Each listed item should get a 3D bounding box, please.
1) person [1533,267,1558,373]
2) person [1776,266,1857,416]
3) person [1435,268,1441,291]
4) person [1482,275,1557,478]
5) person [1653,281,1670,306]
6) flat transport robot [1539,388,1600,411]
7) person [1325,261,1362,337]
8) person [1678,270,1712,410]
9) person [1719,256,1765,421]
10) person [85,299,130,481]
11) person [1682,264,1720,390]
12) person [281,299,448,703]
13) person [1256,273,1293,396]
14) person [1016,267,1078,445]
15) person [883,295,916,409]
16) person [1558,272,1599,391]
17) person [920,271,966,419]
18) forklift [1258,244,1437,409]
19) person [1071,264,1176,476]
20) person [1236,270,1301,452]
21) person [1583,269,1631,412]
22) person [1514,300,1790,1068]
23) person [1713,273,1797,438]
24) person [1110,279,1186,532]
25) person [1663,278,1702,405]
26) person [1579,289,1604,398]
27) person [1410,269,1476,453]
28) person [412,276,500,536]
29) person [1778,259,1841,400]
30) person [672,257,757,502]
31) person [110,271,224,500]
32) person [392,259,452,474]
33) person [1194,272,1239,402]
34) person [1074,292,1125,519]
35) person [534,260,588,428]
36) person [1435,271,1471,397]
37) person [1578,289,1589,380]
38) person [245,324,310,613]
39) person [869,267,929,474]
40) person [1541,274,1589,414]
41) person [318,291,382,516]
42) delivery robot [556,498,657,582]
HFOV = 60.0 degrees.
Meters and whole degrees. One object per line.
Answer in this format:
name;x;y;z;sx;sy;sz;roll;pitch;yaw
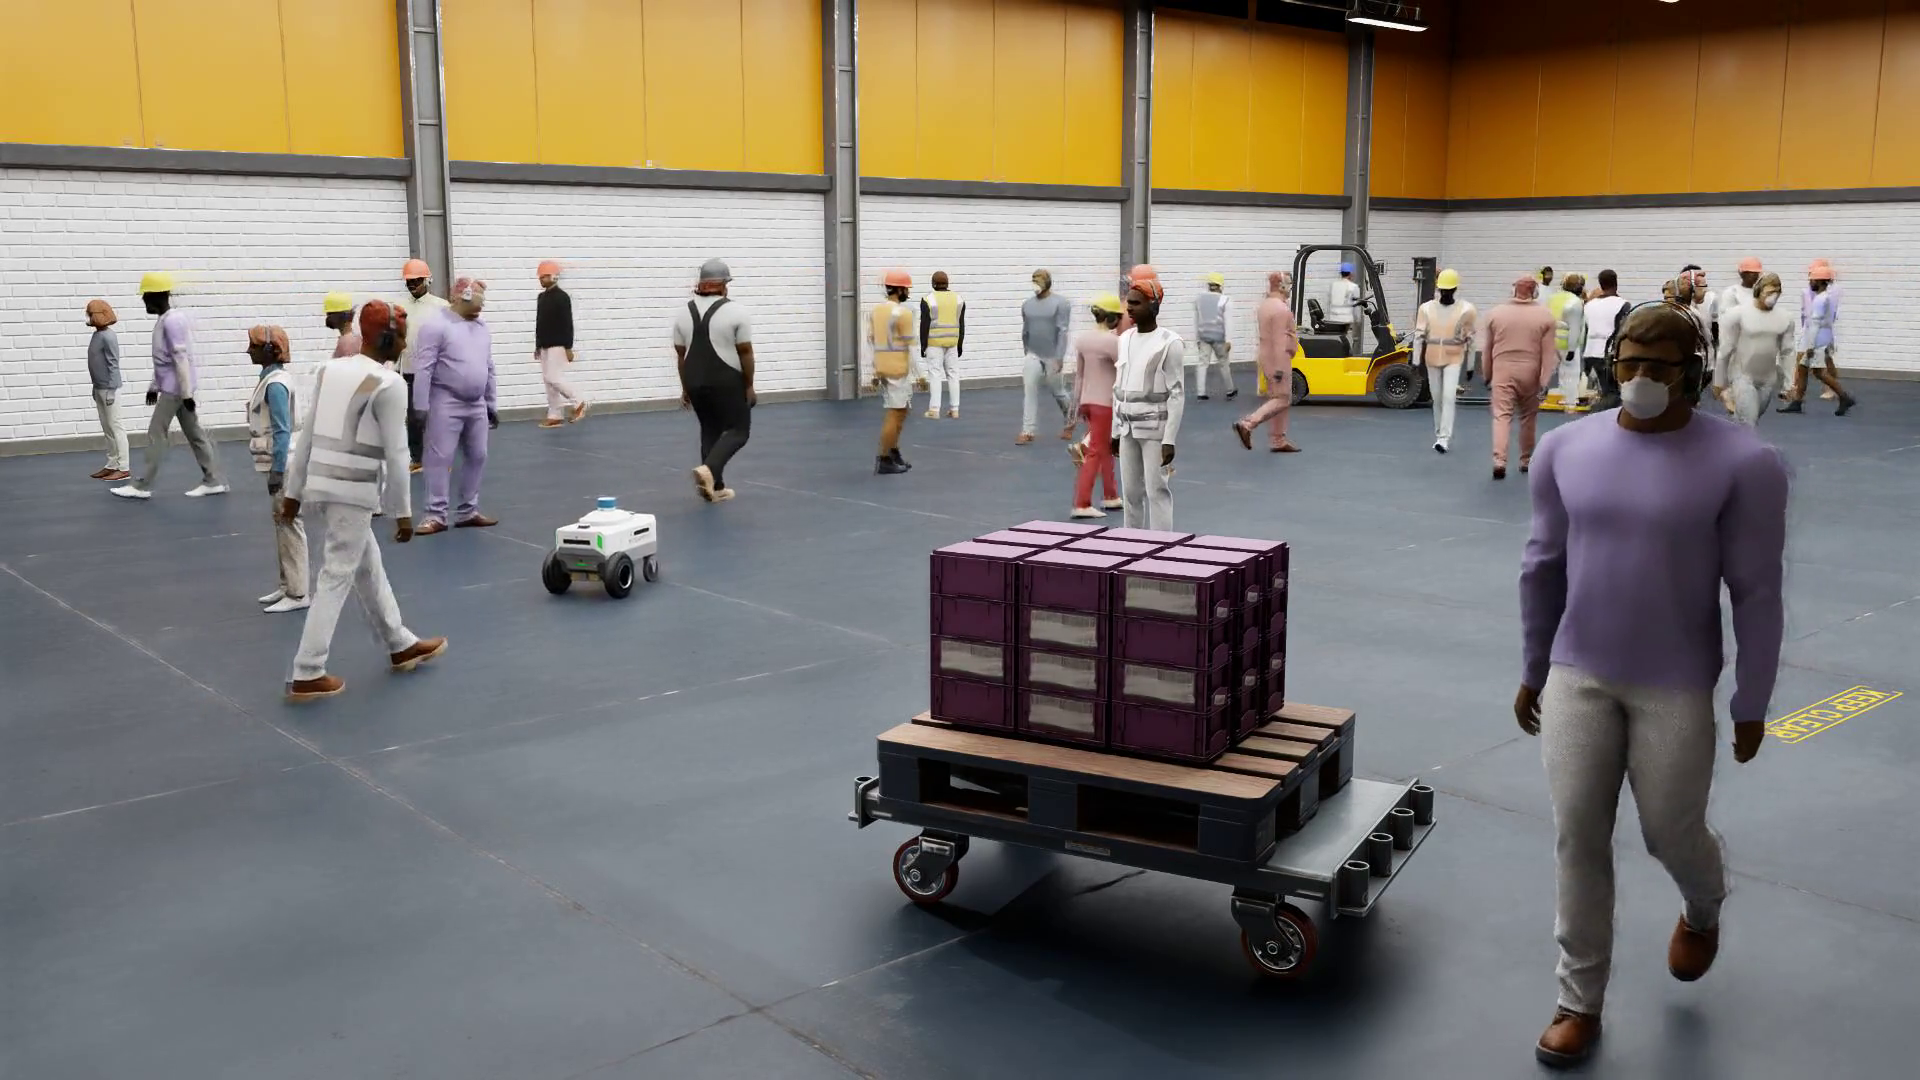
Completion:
person;10.086;-3.770;28.614;0.543;1.826;0.946;-3;10;-16
person;10.977;-2.530;21.158;0.890;1.908;0.552;7;12;35
person;7.163;-3.173;25.084;0.375;1.843;0.575;-2;10;-9
person;5.123;-1.503;15.301;0.642;1.861;1.004;4;10;20
person;9.566;-2.654;22.486;0.318;1.697;0.533;-6;12;-33
flat transport robot;8.061;-1.868;22.051;0.652;0.197;1.431;5;11;26
person;6.501;-3.720;28.037;0.518;1.925;0.639;-9;13;-42
person;6.205;-1.349;14.232;0.409;1.906;0.652;1;10;4
person;9.623;-2.478;20.498;0.615;2.025;0.655;-3;10;-14
person;-7.735;-1.354;15.046;0.283;1.636;0.500;-9;13;-43
person;8.778;-2.333;19.913;0.673;1.931;0.492;0;10;-1
person;-2.795;-0.203;7.779;0.609;1.815;0.980;7;12;37
person;4.530;-2.957;23.942;0.537;1.804;0.645;1;10;7
person;0.944;-1.994;18.012;0.628;1.911;0.952;6;11;32
person;-0.835;-2.614;22.133;0.486;1.740;0.314;-1;10;-7
person;8.804;-2.907;23.650;0.703;1.805;0.620;4;10;22
person;-0.239;-2.437;20.796;0.630;1.840;0.429;-5;11;-28
forklift;5.256;-2.933;22.661;2.313;2.155;1.214;3;10;16
person;1.515;-1.542;15.226;0.891;1.959;0.600;-2;10;-11
person;3.182;-1.814;17.013;0.662;1.888;0.650;-1;10;-6
person;6.885;-1.920;17.637;0.492;1.877;0.636;-3;10;-19
person;1.763;0.346;4.276;0.643;1.917;0.731;8;13;40
person;6.893;-1.358;14.371;0.636;1.870;1.062;-1;10;-5
person;1.125;-0.649;10.202;0.355;1.883;0.574;-7;12;-35
person;5.970;-1.252;13.864;0.344;1.839;0.505;3;10;17
person;8.675;-2.645;22.769;0.501;1.582;0.890;5;11;29
person;4.961;-1.832;17.136;0.599;1.879;0.960;6;11;31
person;-3.699;-0.978;12.179;0.401;1.881;0.787;6;11;31
person;11.997;-2.928;23.304;1.102;1.979;0.612;-6;11;-30
person;-1.994;-1.290;13.493;0.693;2.000;0.710;5;11;27
person;-6.654;-1.272;13.828;0.944;1.883;0.591;-4;11;-23
person;-4.970;-1.591;15.390;0.624;1.992;0.390;1;10;7
person;3.588;-2.832;23.254;0.621;1.787;0.848;7;12;36
person;1.175;-1.039;12.927;0.766;1.739;0.529;-5;11;-27
person;-4.781;-2.307;19.629;0.496;1.978;0.620;-8;13;-39
person;6.947;-2.954;23.882;0.542;1.816;0.988;-8;13;-40
person;8.311;-2.596;22.432;0.510;1.601;0.768;1;10;7
person;-3.893;-0.408;9.503;0.309;1.641;0.511;-5;11;-25
person;-0.554;-1.567;15.471;0.583;1.913;0.551;-6;11;-31
person;7.637;-2.490;21.237;0.886;1.806;0.678;-3;10;-17
person;-4.683;-1.021;12.771;0.420;1.754;0.541;-2;10;-11
delivery robot;-2.140;-0.015;10.095;0.477;0.478;0.707;3;10;18
